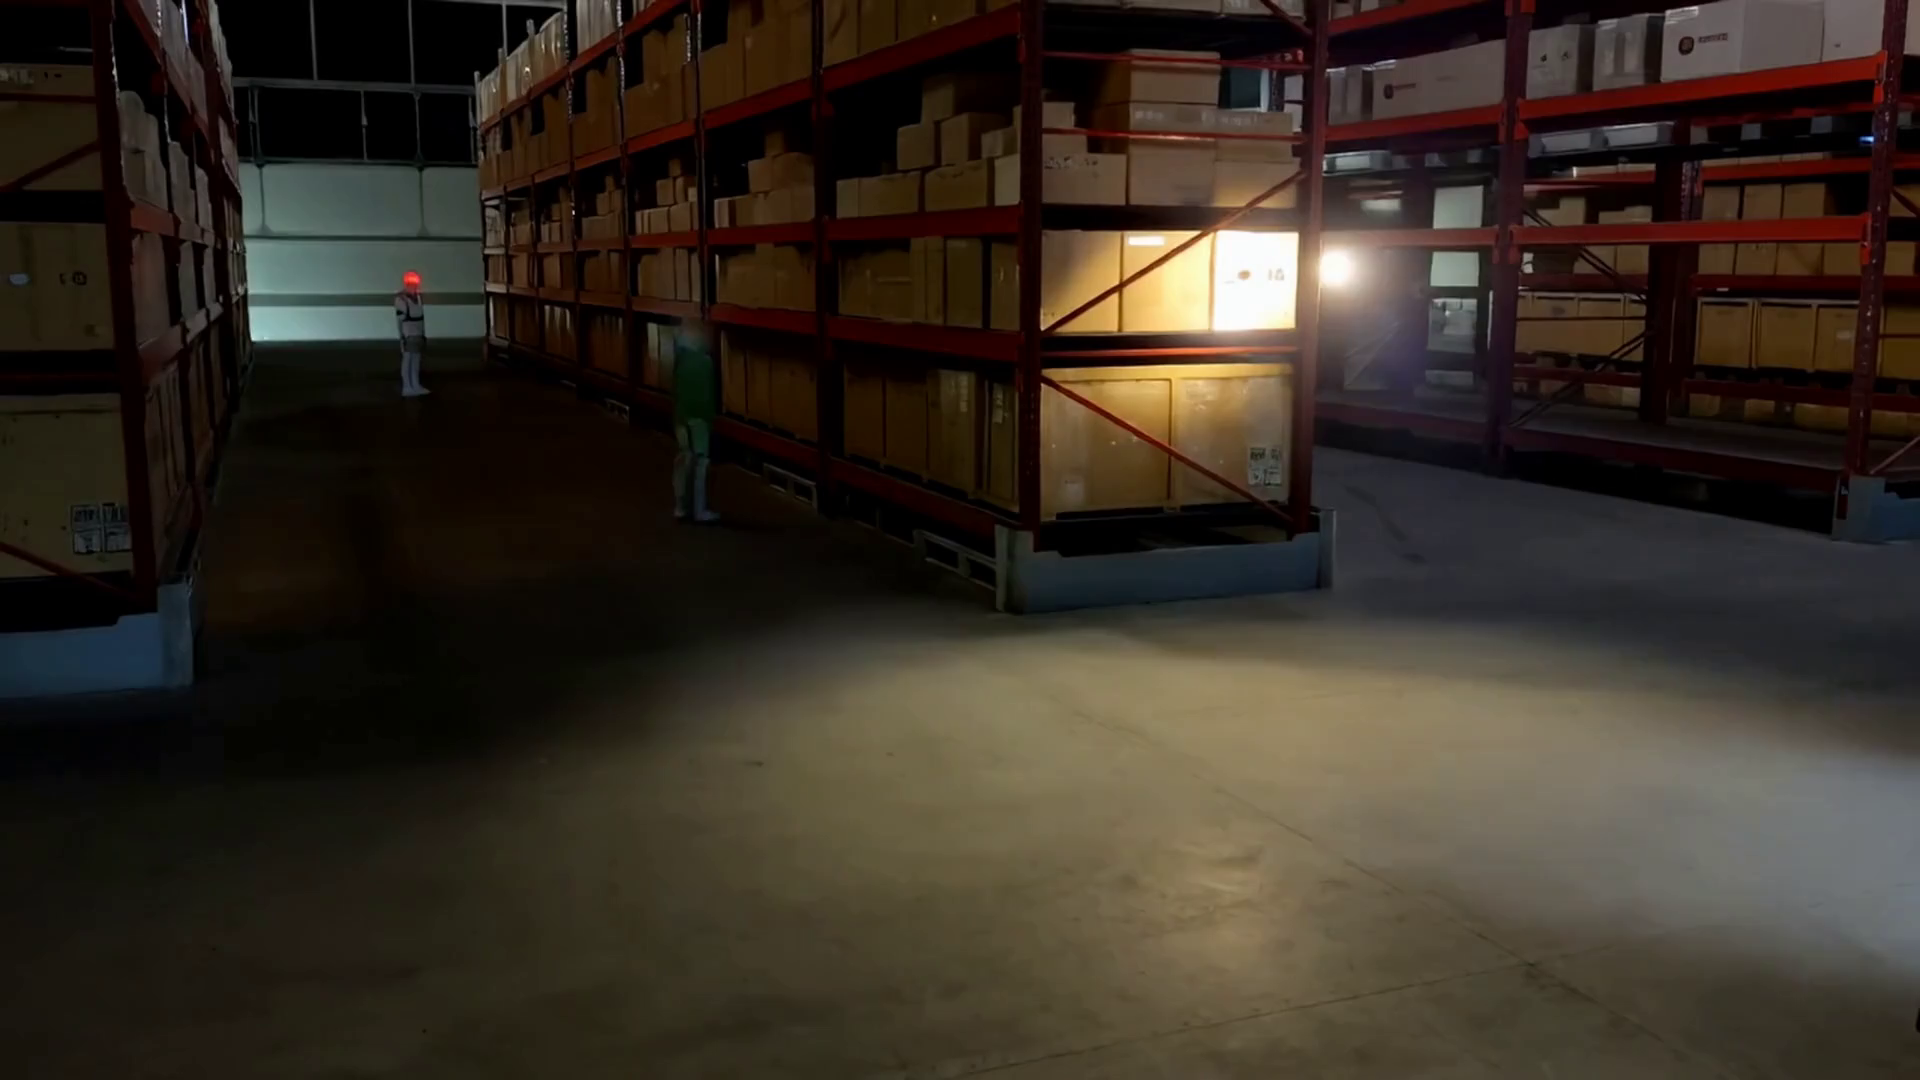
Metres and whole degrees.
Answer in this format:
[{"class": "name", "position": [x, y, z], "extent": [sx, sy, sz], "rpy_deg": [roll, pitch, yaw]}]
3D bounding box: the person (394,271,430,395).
[{"class": "person", "position": [-8.597, -3.247, 26.130], "extent": [0.360, 1.938, 0.546], "rpy_deg": [4, 10, 25]}]

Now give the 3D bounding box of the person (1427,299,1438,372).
[{"class": "person", "position": [8.753, -4.139, 31.392], "extent": [0.642, 1.959, 0.805], "rpy_deg": [-4, 10, -24]}]

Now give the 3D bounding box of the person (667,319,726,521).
[{"class": "person", "position": [-2.133, -0.963, 13.411], "extent": [0.586, 1.616, 0.317], "rpy_deg": [7, 12, 35]}]
